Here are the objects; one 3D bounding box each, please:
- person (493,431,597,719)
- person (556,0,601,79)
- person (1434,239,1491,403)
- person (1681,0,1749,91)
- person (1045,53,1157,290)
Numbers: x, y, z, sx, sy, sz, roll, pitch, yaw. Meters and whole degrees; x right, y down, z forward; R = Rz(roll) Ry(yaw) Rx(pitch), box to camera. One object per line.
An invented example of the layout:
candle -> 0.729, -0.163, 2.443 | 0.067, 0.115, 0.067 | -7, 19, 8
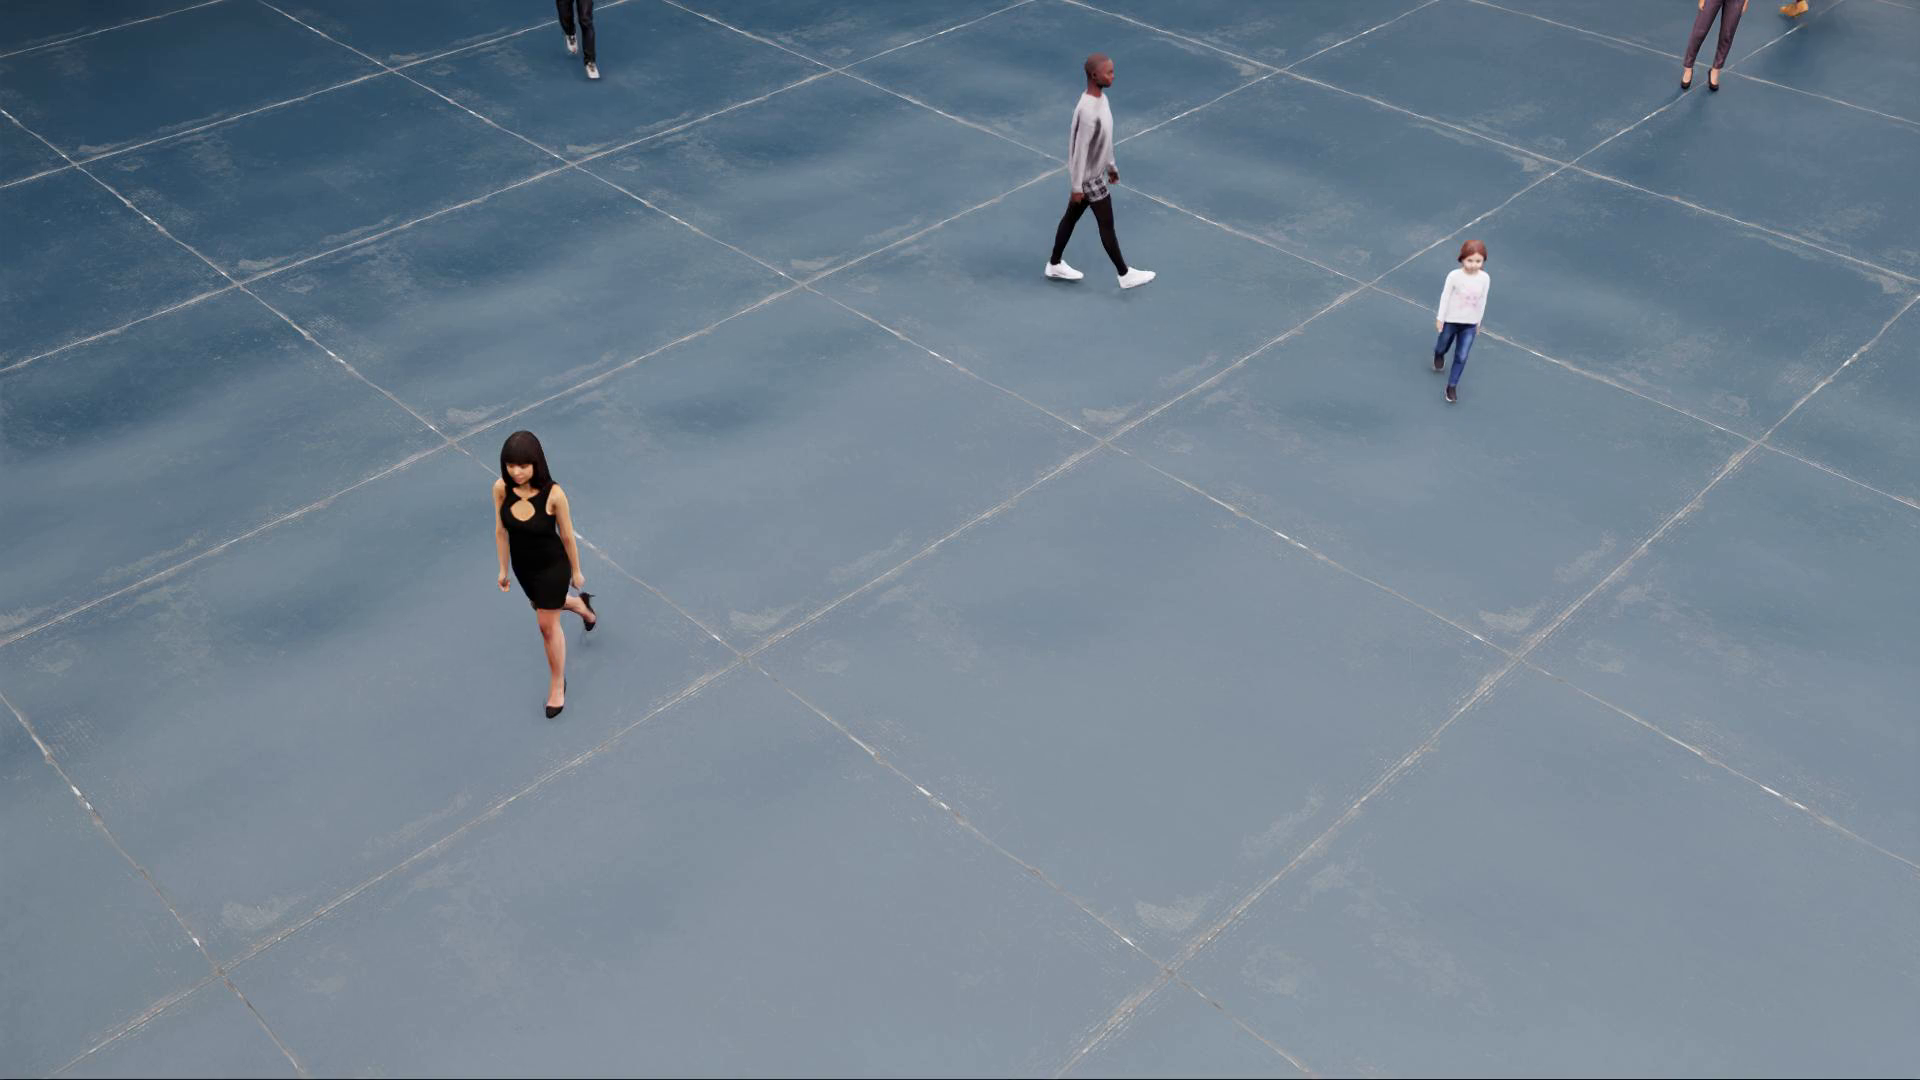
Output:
person -> -2.106, 0.093, 8.500 | 0.860, 1.627, 1.063 | 10, 38, 13
person -> -3.597, -5.204, 15.370 | 1.031, 1.743, 0.976 | -11, 39, -14
person -> 3.311, -1.496, 11.026 | 0.691, 1.099, 0.792 | 4, 37, 5
person -> 6.900, -4.893, 15.024 | 0.678, 1.667, 0.703 | 8, 38, 10
person -> 0.835, -2.640, 12.001 | 1.065, 1.741, 1.114 | 8, 38, 11
